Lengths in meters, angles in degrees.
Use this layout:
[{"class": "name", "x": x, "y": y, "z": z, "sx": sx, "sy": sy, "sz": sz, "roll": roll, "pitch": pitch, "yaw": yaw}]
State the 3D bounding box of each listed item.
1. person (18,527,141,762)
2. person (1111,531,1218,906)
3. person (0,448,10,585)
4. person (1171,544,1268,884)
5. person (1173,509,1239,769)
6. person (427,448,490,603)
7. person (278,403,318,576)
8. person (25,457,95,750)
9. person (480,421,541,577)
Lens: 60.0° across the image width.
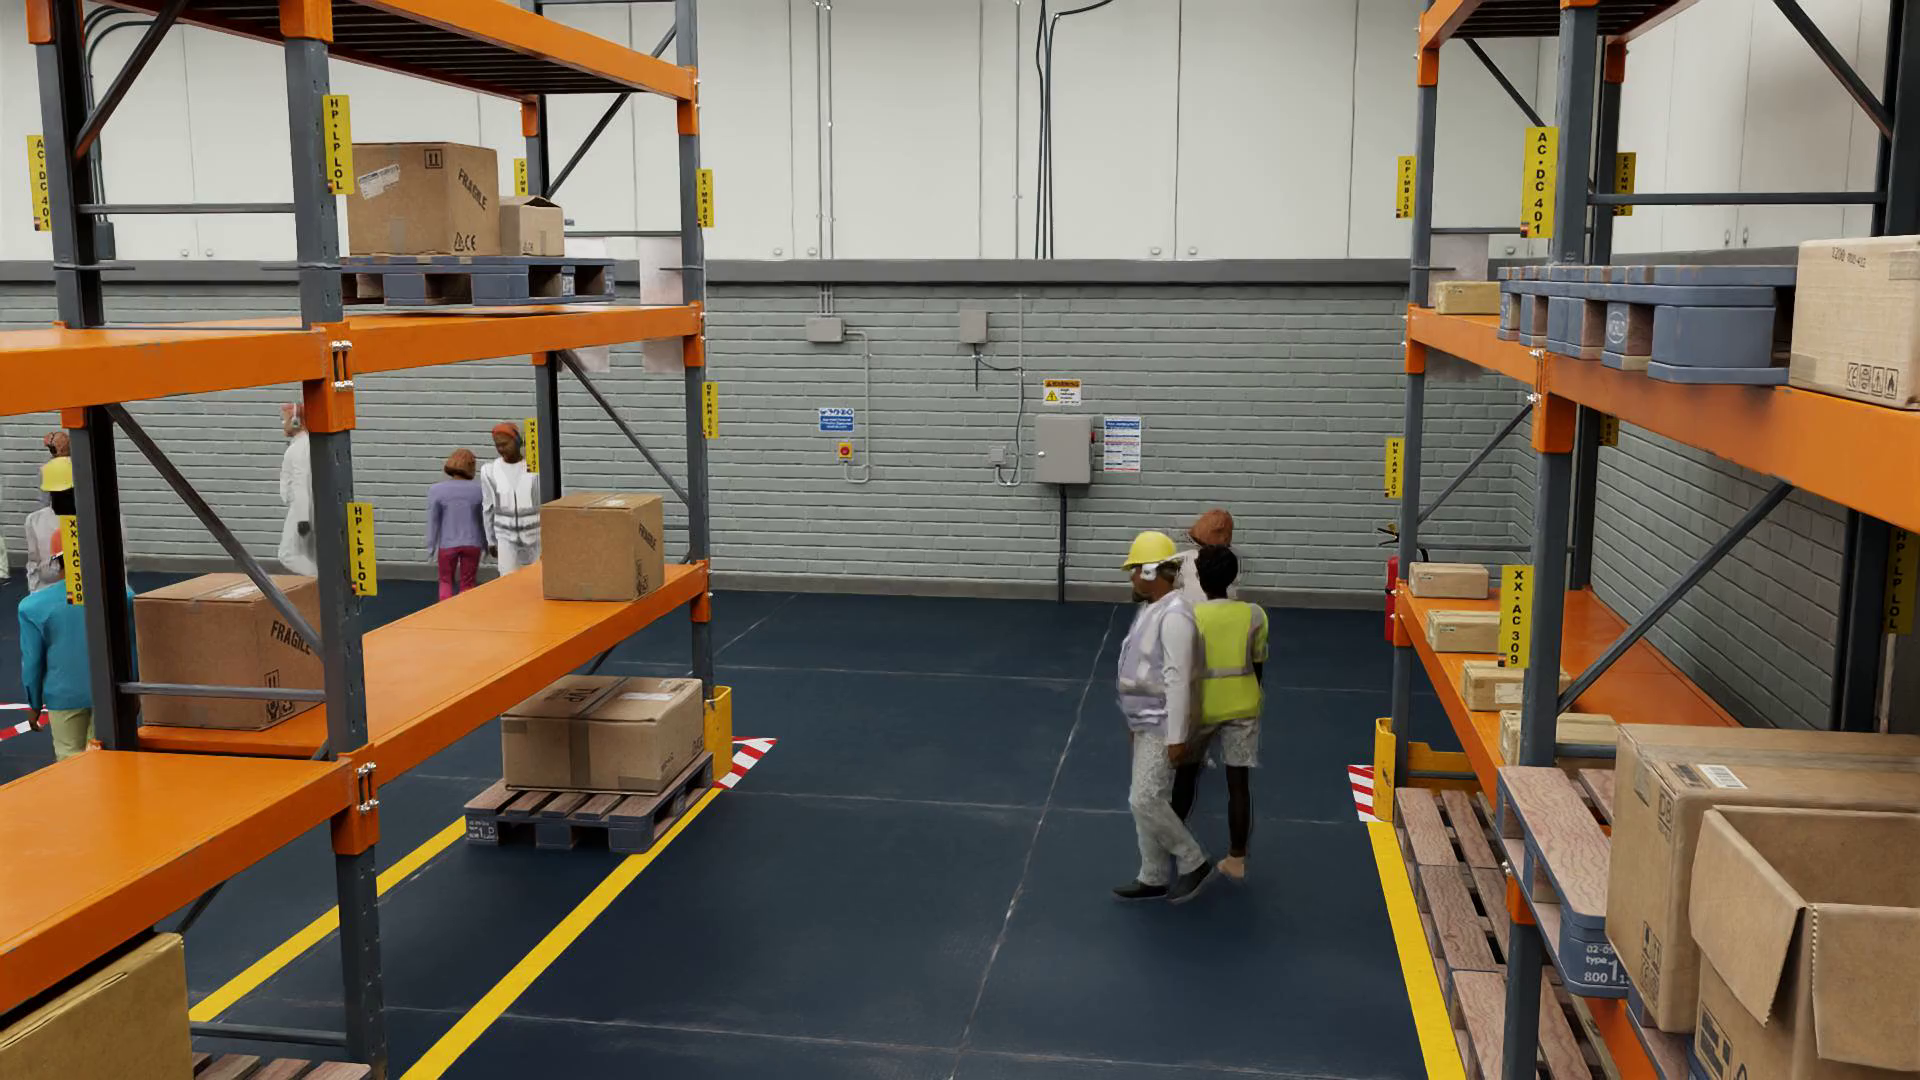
[{"class": "person", "x": -4.513, "y": 0.780, "z": 8.565, "sx": 0.564, "sy": 1.752, "sz": 0.339, "roll": -7, "pitch": 12, "yaw": -38}, {"class": "person", "x": 0.962, "y": 0.864, "z": 7.956, "sx": 0.435, "sy": 1.798, "sz": 0.620, "roll": -1, "pitch": 9, "yaw": -6}, {"class": "person", "x": -9.448, "y": -0.412, "z": 15.980, "sx": 0.574, "sy": 1.737, "sz": 0.354, "roll": 4, "pitch": 10, "yaw": 23}, {"class": "person", "x": 1.285, "y": 0.842, "z": 8.446, "sx": 0.547, "sy": 1.661, "sz": 0.814, "roll": -1, "pitch": 9, "yaw": -9}, {"class": "person", "x": 1.477, "y": 0.610, "z": 10.029, "sx": 0.353, "sy": 1.607, "sz": 0.519, "roll": -9, "pitch": 13, "yaw": -44}, {"class": "person", "x": -4.039, "y": 0.062, "z": 13.459, "sx": 0.521, "sy": 1.608, "sz": 0.347, "roll": -3, "pitch": 10, "yaw": -17}, {"class": "person", "x": -5.684, "y": -0.242, "z": 14.441, "sx": 0.443, "sy": 1.898, "sz": 0.646, "roll": -1, "pitch": 9, "yaw": -4}, {"class": "person", "x": -5.420, "y": 0.434, "z": 10.202, "sx": 0.622, "sy": 1.910, "sz": 0.437, "roll": 0, "pitch": 9, "yaw": 3}, {"class": "person", "x": -3.524, "y": -0.052, "z": 13.398, "sx": 0.590, "sy": 1.865, "sz": 0.782, "roll": -1, "pitch": 9, "yaw": -8}]
